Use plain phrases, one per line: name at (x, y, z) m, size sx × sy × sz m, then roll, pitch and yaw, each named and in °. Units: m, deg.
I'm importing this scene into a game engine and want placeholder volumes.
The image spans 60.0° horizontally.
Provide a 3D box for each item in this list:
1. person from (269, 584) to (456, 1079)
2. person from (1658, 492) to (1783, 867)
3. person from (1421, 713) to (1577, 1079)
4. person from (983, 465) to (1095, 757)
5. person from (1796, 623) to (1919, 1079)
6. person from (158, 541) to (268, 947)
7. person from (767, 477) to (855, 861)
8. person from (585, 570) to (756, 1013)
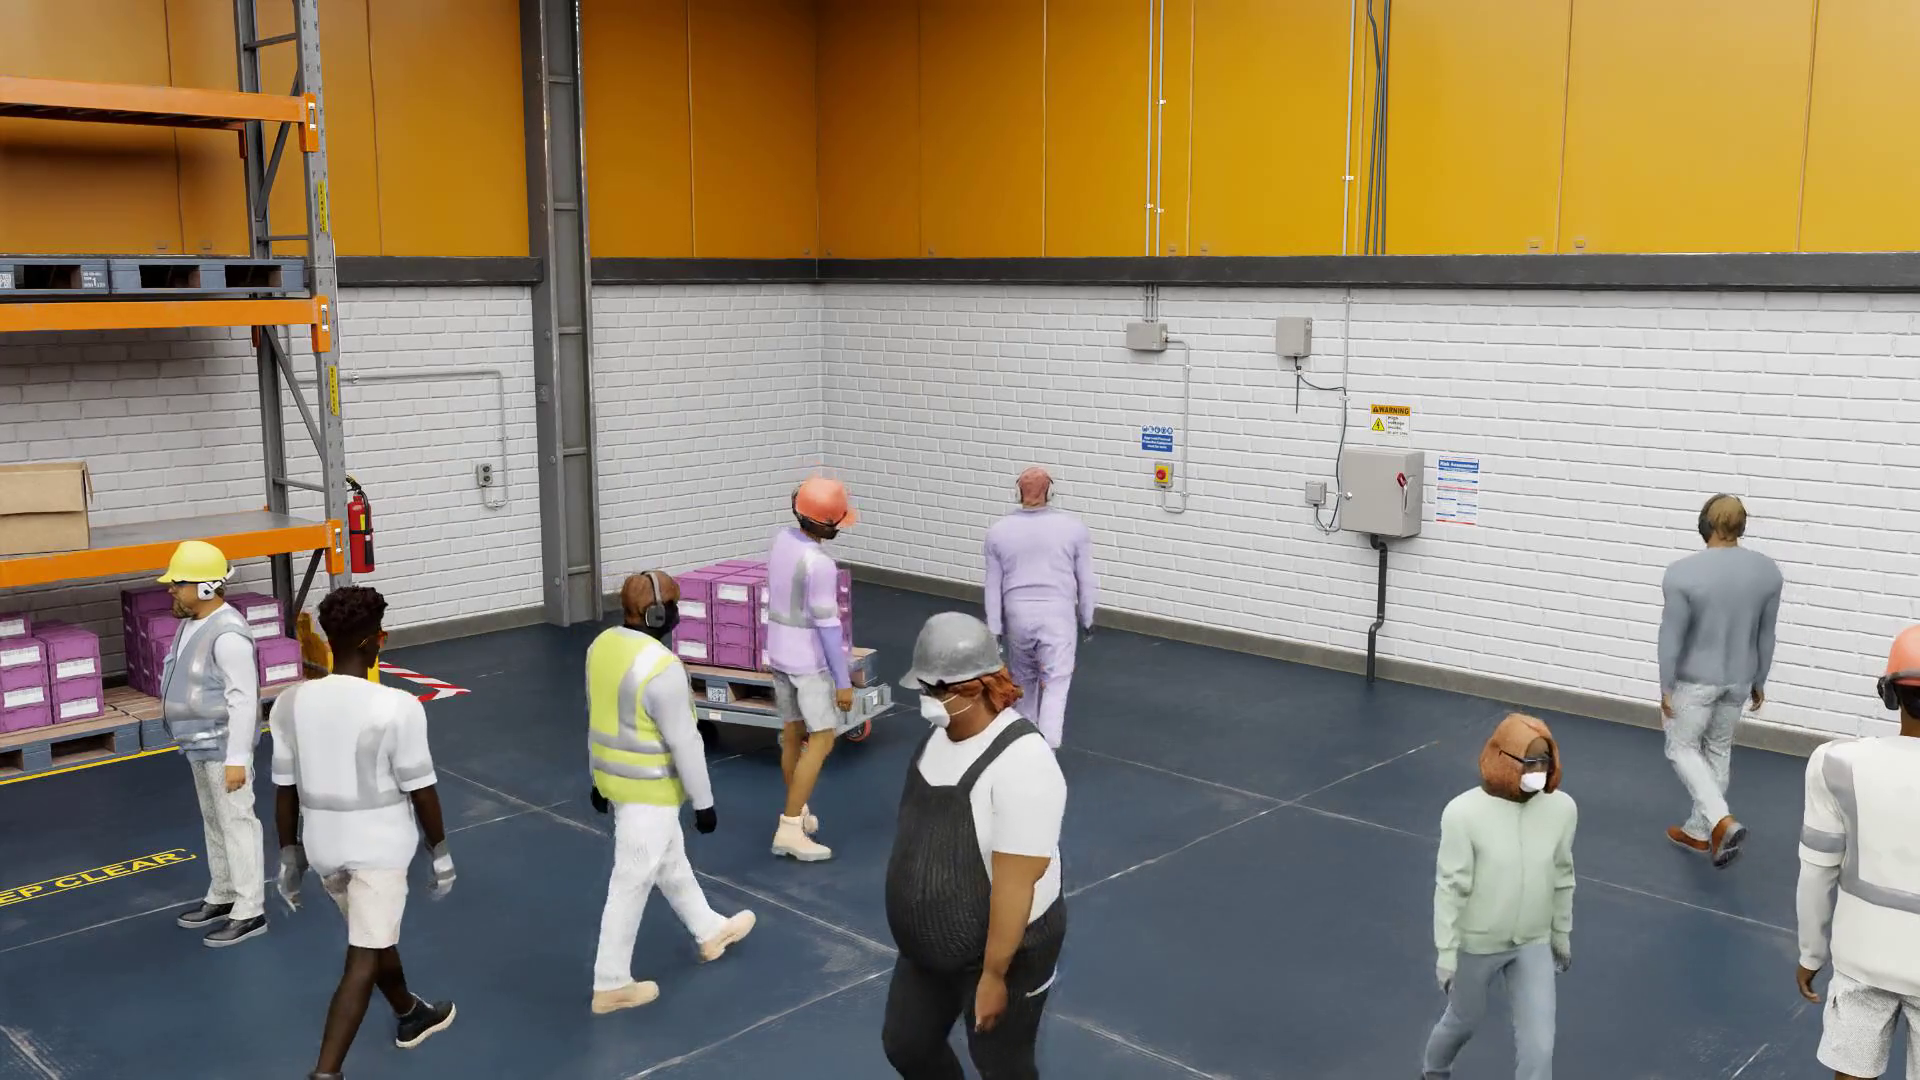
person at (-2.182, 1.105, 6.072) m, size 0.610 × 1.916 × 1.039 m, roll 3°, pitch 10°, yaw 20°
person at (3.831, 0.720, 8.387) m, size 0.633 × 1.921 × 0.690 m, roll -1°, pitch 9°, yaw -7°
person at (1.809, 1.337, 5.600) m, size 0.535 × 1.596 × 0.802 m, roll -2°, pitch 9°, yaw -10°
person at (0.477, 0.478, 10.011) m, size 0.649 × 1.871 × 0.905 m, roll 2°, pitch 10°, yaw 15°
person at (2.762, 1.234, 4.847) m, size 0.605 × 2.045 × 0.377 m, roll 8°, pitch 13°, yaw 42°
person at (-3.364, 0.907, 7.499) m, size 0.404 × 1.834 × 0.592 m, roll -8°, pitch 12°, yaw -40°
person at (-0.834, 0.648, 8.615) m, size 0.505 × 1.997 × 0.704 m, roll -6°, pitch 11°, yaw -33°
person at (-1.199, 1.011, 6.957) m, size 0.926 × 1.799 × 0.653 m, roll -7°, pitch 11°, yaw -36°
